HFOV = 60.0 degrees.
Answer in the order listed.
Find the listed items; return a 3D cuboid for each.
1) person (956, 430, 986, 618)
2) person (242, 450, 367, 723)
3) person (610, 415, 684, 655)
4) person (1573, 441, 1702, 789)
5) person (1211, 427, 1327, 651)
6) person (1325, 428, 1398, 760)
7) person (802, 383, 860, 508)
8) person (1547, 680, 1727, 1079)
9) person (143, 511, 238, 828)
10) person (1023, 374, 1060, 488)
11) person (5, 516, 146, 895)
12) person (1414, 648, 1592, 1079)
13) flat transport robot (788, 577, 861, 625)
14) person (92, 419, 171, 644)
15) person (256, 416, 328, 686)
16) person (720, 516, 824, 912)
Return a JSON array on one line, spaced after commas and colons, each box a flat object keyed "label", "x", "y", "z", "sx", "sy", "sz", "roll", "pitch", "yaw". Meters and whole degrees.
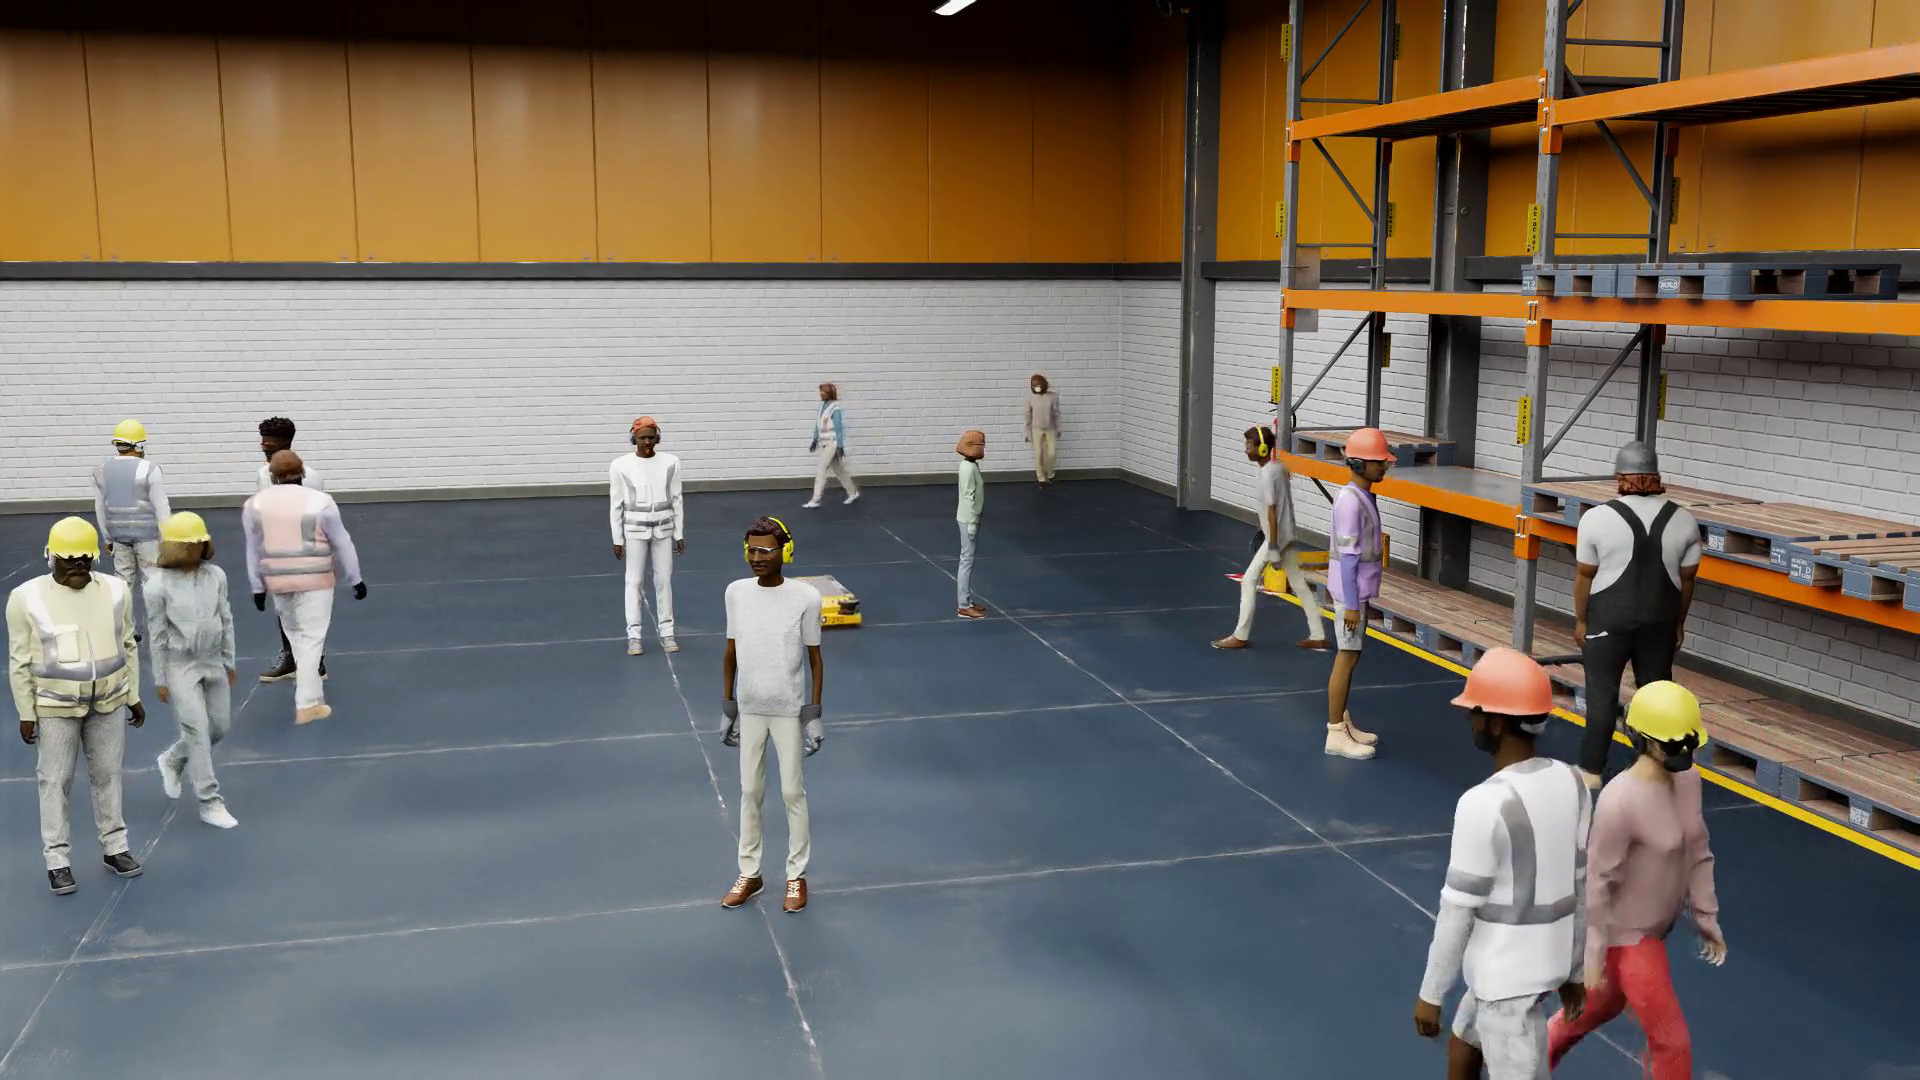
[{"label": "person", "x": 0.102, "y": -0.145, "z": 14.498, "sx": 0.269, "sy": 1.631, "sz": 0.509, "roll": 0, "pitch": 9, "yaw": 2}, {"label": "person", "x": -4.376, "y": 0.298, "z": 11.154, "sx": 0.716, "sy": 1.814, "sz": 0.559, "roll": 1, "pitch": 9, "yaw": 5}, {"label": "person", "x": -2.455, "y": -0.038, "z": 13.063, "sx": 0.569, "sy": 1.882, "sz": 0.338, "roll": -4, "pitch": 10, "yaw": -25}, {"label": "person", "x": 3.882, "y": 0.426, "z": 9.665, "sx": 0.682, "sy": 2.000, "sz": 0.535, "roll": 0, "pitch": 9, "yaw": 3}, {"label": "person", "x": 2.481, "y": 0.008, "z": 13.095, "sx": 0.885, "sy": 1.796, "sz": 0.540, "roll": 4, "pitch": 10, "yaw": 25}, {"label": "person", "x": 2.481, "y": 0.321, "z": 10.310, "sx": 0.390, "sy": 2.041, "sz": 0.614, "roll": 3, "pitch": 10, "yaw": 18}, {"label": "person", "x": -1.640, "y": -1.224, "z": 21.345, "sx": 0.858, "sy": 1.596, "sz": 0.513, "roll": -4, "pitch": 10, "yaw": -25}, {"label": "person", "x": 2.187, "y": 1.261, "z": 5.465, "sx": 0.520, "sy": 1.714, "sz": 0.909, "roll": -9, "pitch": 13, "yaw": -43}, {"label": "person", "x": -4.207, "y": 0.682, "z": 9.053, "sx": 0.669, "sy": 1.721, "sz": 0.490, "roll": 5, "pitch": 10, "yaw": 28}, {"label": "person", "x": 1.126, "y": -1.502, "z": 23.064, "sx": 0.531, "sy": 1.597, "sz": 0.411, "roll": -1, "pitch": 9, "yaw": -8}, {"label": "person", "x": -4.276, "y": 0.786, "z": 8.095, "sx": 0.403, "sy": 1.823, "sz": 0.587, "roll": 8, "pitch": 12, "yaw": 42}, {"label": "person", "x": 1.667, "y": 1.261, "z": 4.953, "sx": 0.557, "sy": 1.882, "sz": 1.039, "roll": -8, "pitch": 12, "yaw": -42}, {"label": "flat transport robot", "x": -1.339, "y": 0.517, "z": 14.600, "sx": 0.652, "sy": 0.197, "sz": 1.431, "roll": -3, "pitch": 9, "yaw": -16}, {"label": "person", "x": -6.548, "y": -0.046, "z": 13.250, "sx": 0.586, "sy": 1.835, "sz": 0.403, "roll": 1, "pitch": 9, "yaw": 5}, {"label": "person", "x": -4.861, "y": 0.079, "z": 12.060, "sx": 0.610, "sy": 1.964, "sz": 0.366, "roll": 5, "pitch": 10, "yaw": 27}, {"label": "person", "x": -0.886, "y": 0.810, "z": 7.792, "sx": 0.515, "sy": 1.873, "sz": 0.329, "roll": 2, "pitch": 9, "yaw": 13}]
